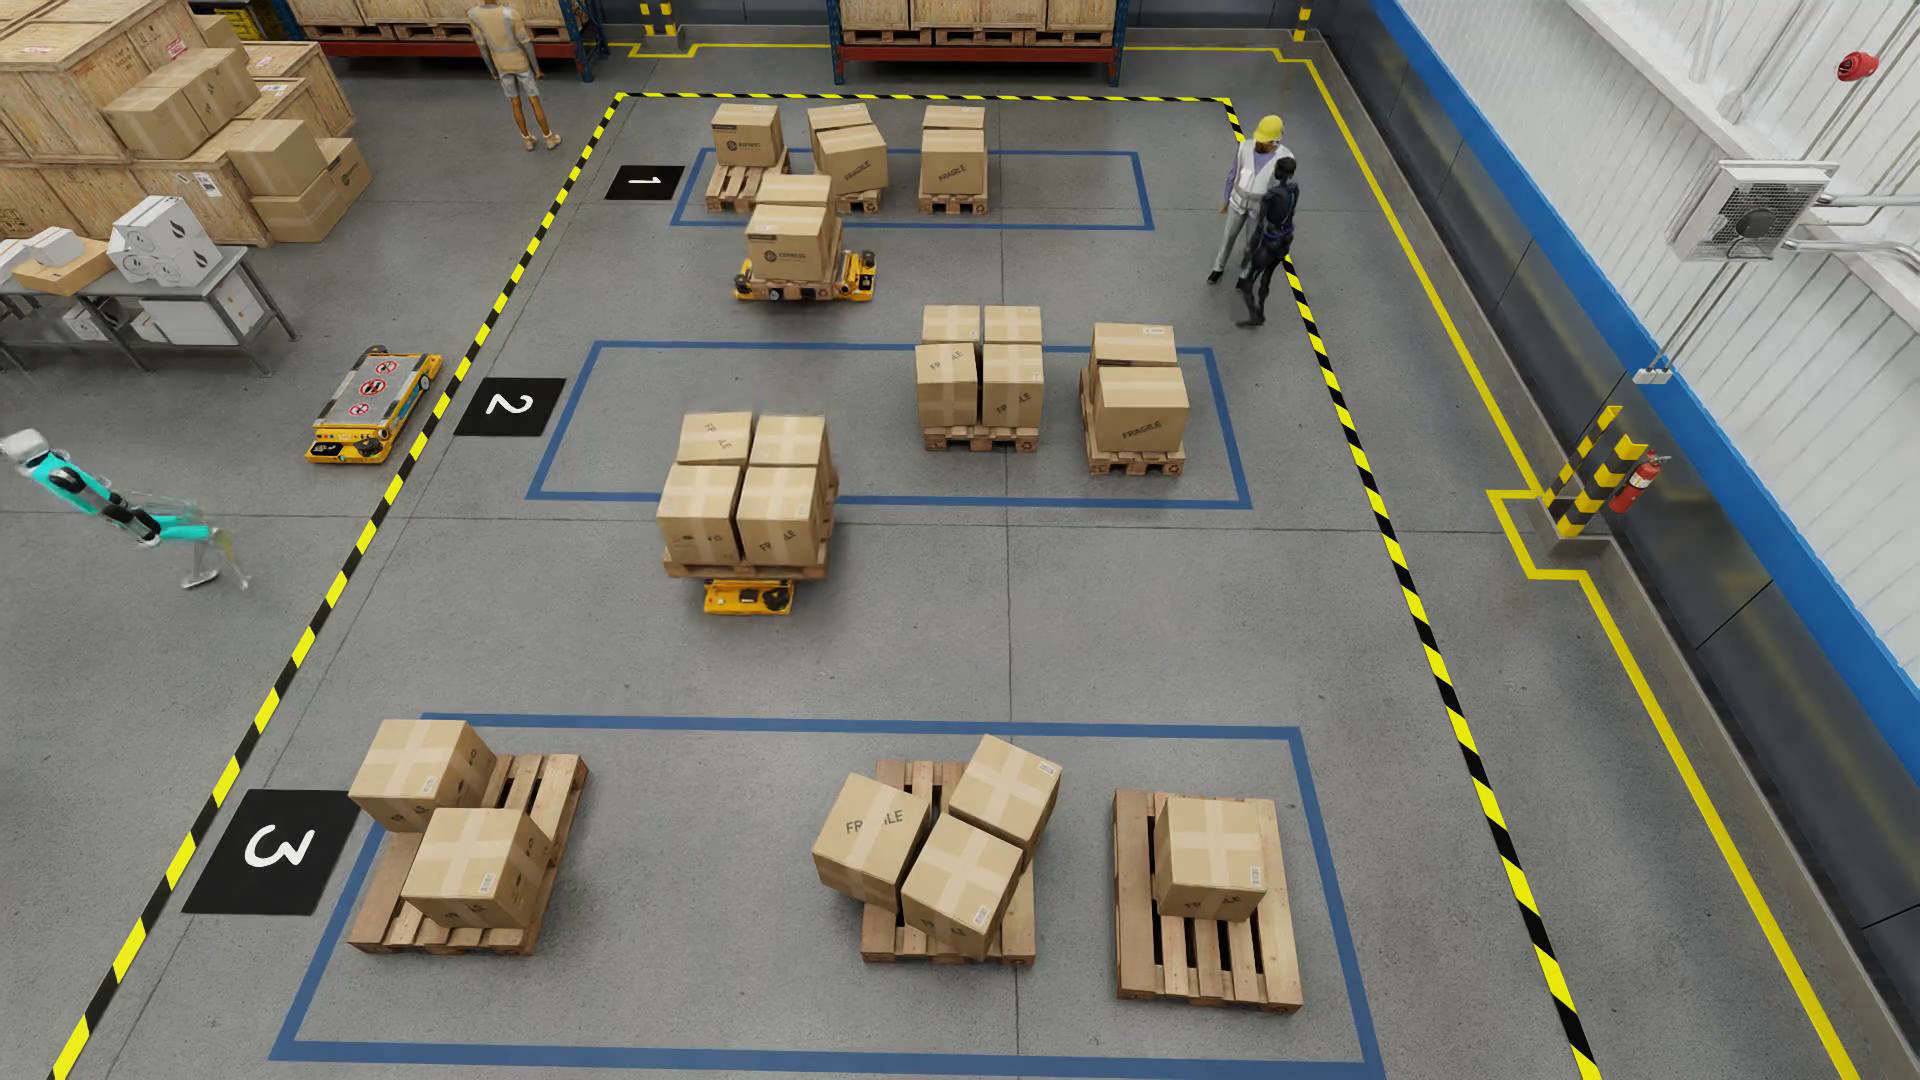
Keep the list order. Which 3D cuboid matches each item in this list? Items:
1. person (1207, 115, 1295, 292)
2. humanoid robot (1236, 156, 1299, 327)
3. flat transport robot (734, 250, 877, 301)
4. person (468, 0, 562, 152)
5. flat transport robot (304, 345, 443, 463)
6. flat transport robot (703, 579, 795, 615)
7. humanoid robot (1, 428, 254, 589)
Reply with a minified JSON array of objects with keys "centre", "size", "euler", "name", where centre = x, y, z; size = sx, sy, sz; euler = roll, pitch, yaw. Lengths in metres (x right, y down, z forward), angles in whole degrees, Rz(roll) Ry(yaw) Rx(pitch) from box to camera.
[{"centre":[2.916,-3.355,9.187],"size":[0.590,1.823,0.404],"euler":[23,54,18],"name":"person"},{"centre":[3.001,-2.840,8.849],"size":[0.605,1.635,0.442],"euler":[-33,57,-25],"name":"humanoid robot"},{"centre":[-1.631,-2.825,9.740],"size":[1.431,0.197,0.652],"euler":[1,50,1],"name":"flat transport robot"},{"centre":[-5.392,-5.743,11.066],"size":[0.615,2.040,0.371],"euler":[-2,50,-2],"name":"person"},{"centre":[-5.383,-1.269,8.441],"size":[0.659,0.231,1.431],"euler":[1,50,1],"name":"flat transport robot"},{"centre":[-1.611,-0.030,7.375],"size":[0.652,0.197,1.431],"euler":[1,50,1],"name":"flat transport robot"},{"centre":[-5.804,-0.236,6.603],"size":[0.578,1.775,0.785],"euler":[22,53,18],"name":"humanoid robot"}]
